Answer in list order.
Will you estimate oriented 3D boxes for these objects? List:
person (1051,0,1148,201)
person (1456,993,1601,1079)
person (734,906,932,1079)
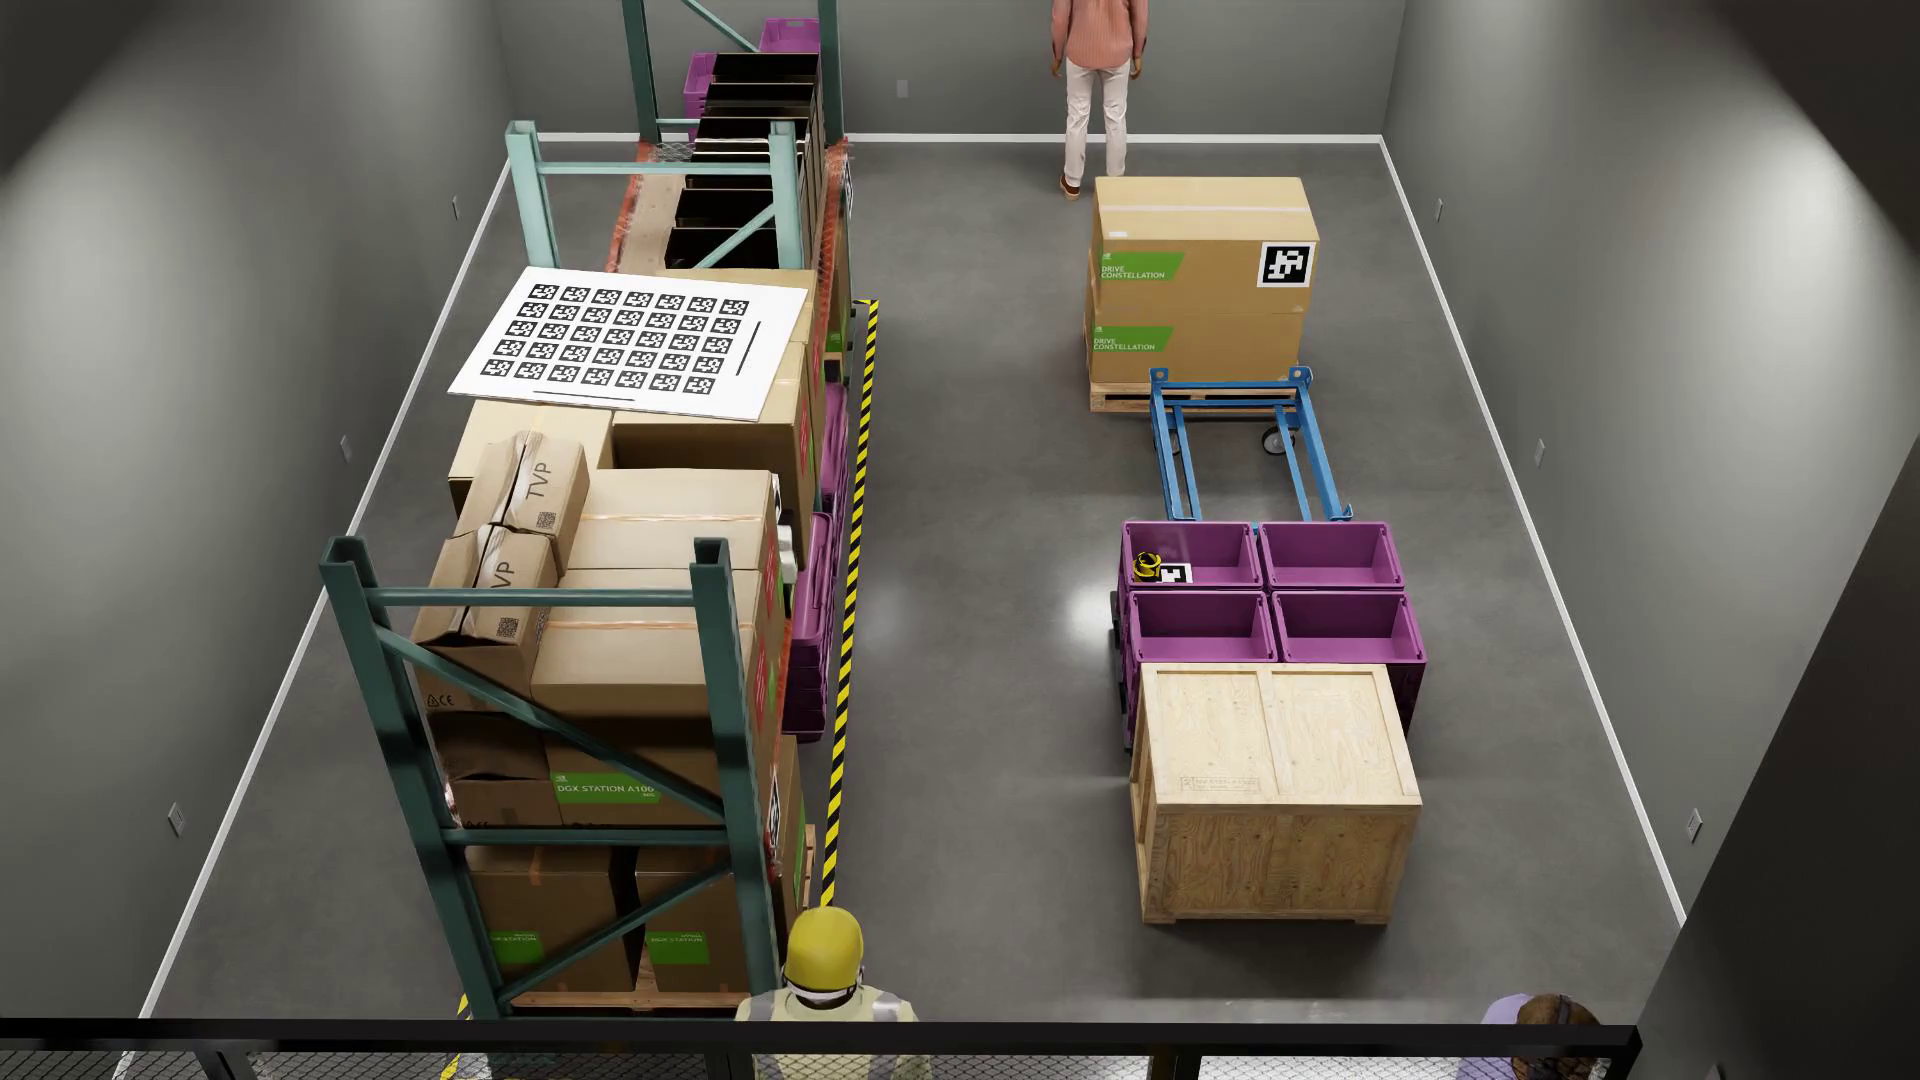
[{"bbox_3d":[0.882,-3.120,10.635,0.608,1.988,0.392,1,41,1],"label":"person"},{"bbox_3d":[1.535,1.928,4.915,0.376,1.940,0.629,12,43,13],"label":"person"},{"bbox_3d":[-0.377,1.747,5.199,0.586,1.835,0.403,1,41,1],"label":"person"}]
